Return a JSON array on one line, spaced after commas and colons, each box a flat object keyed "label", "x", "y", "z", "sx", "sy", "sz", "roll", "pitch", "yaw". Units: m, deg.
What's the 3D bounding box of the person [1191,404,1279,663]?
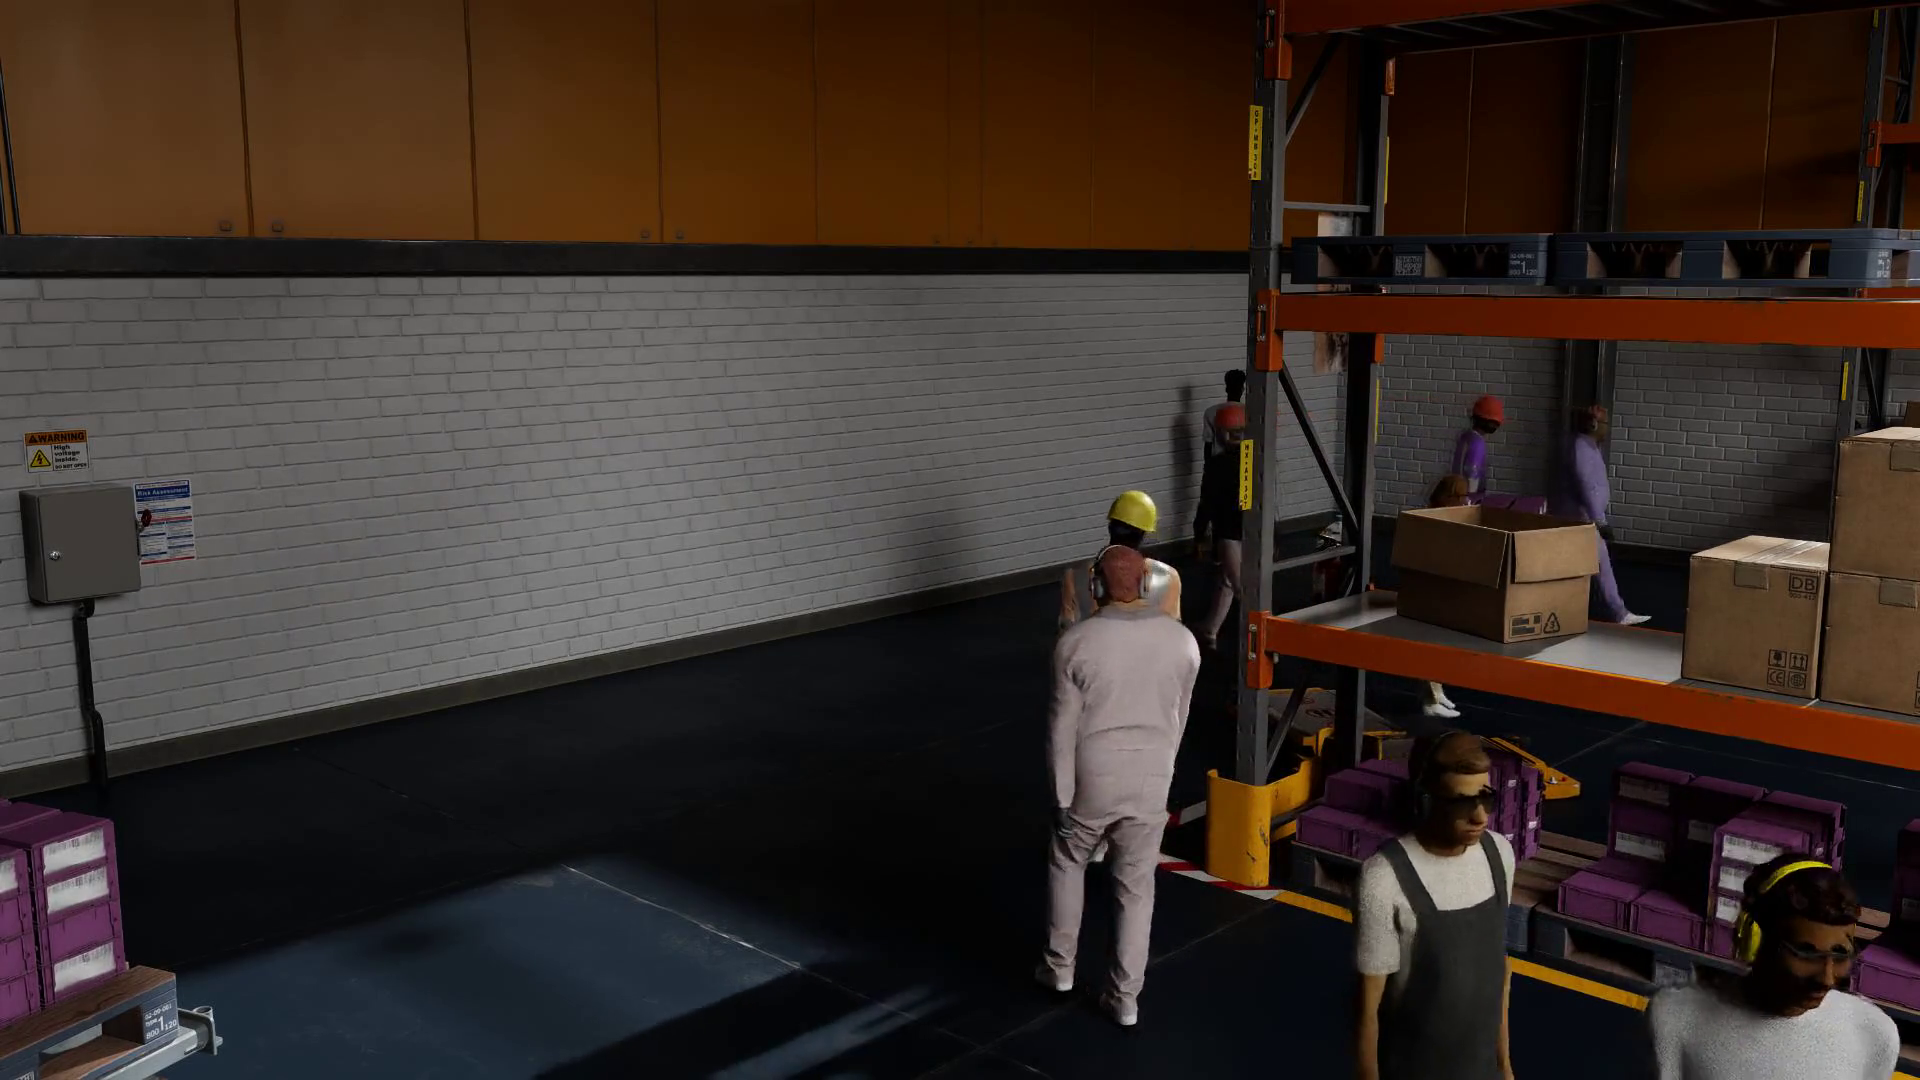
[{"label": "person", "x": 2.075, "y": -0.047, "z": 12.543, "sx": 0.635, "sy": 1.942, "sz": 1.038, "roll": -8, "pitch": 12, "yaw": -39}]

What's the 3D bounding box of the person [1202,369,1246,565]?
[{"label": "person", "x": 2.711, "y": -0.715, "z": 16.518, "sx": 0.602, "sy": 1.967, "sz": 0.366, "roll": 4, "pitch": 10, "yaw": 23}]

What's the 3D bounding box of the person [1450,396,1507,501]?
[{"label": "person", "x": 4.431, "y": -0.306, "z": 14.292, "sx": 0.925, "sy": 1.874, "sz": 0.680, "roll": 0, "pitch": 9, "yaw": 1}]

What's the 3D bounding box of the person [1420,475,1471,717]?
[{"label": "person", "x": 3.211, "y": 0.377, "z": 10.886, "sx": 0.374, "sy": 1.614, "sz": 0.515, "roll": 2, "pitch": 9, "yaw": 10}]

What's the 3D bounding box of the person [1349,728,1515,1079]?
[{"label": "person", "x": 1.202, "y": 1.357, "z": 4.233, "sx": 0.544, "sy": 1.830, "sz": 0.450, "roll": -5, "pitch": 11, "yaw": -28}]

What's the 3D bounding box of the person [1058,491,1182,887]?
[{"label": "person", "x": 0.754, "y": 0.717, "z": 7.980, "sx": 0.613, "sy": 1.899, "sz": 0.789, "roll": 1, "pitch": 9, "yaw": 5}]

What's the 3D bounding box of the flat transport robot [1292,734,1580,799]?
[{"label": "flat transport robot", "x": 2.668, "y": 1.298, "z": 9.363, "sx": 1.431, "sy": 0.197, "sz": 0.652, "roll": -2, "pitch": 9, "yaw": -11}]

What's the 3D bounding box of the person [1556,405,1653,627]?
[{"label": "person", "x": 5.092, "y": -0.166, "z": 13.525, "sx": 1.026, "sy": 1.848, "sz": 0.652, "roll": 5, "pitch": 11, "yaw": 30}]

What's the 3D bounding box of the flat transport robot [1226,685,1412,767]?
[{"label": "flat transport robot", "x": 2.206, "y": 1.143, "z": 10.313, "sx": 0.652, "sy": 0.197, "sz": 1.431, "roll": -2, "pitch": 9, "yaw": -11}]

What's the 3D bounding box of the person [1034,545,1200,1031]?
[{"label": "person", "x": 0.620, "y": 0.954, "z": 6.623, "sx": 0.640, "sy": 1.872, "sz": 0.743, "roll": -2, "pitch": 9, "yaw": -12}]

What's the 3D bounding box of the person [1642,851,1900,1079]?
[{"label": "person", "x": 1.627, "y": 1.490, "z": 3.474, "sx": 0.517, "sy": 1.825, "sz": 0.924, "roll": 2, "pitch": 9, "yaw": 12}]

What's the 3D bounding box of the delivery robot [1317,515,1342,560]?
[{"label": "delivery robot", "x": 3.692, "y": 0.000, "z": 16.170, "sx": 0.477, "sy": 0.478, "sz": 0.707, "roll": 3, "pitch": 10, "yaw": 21}]
